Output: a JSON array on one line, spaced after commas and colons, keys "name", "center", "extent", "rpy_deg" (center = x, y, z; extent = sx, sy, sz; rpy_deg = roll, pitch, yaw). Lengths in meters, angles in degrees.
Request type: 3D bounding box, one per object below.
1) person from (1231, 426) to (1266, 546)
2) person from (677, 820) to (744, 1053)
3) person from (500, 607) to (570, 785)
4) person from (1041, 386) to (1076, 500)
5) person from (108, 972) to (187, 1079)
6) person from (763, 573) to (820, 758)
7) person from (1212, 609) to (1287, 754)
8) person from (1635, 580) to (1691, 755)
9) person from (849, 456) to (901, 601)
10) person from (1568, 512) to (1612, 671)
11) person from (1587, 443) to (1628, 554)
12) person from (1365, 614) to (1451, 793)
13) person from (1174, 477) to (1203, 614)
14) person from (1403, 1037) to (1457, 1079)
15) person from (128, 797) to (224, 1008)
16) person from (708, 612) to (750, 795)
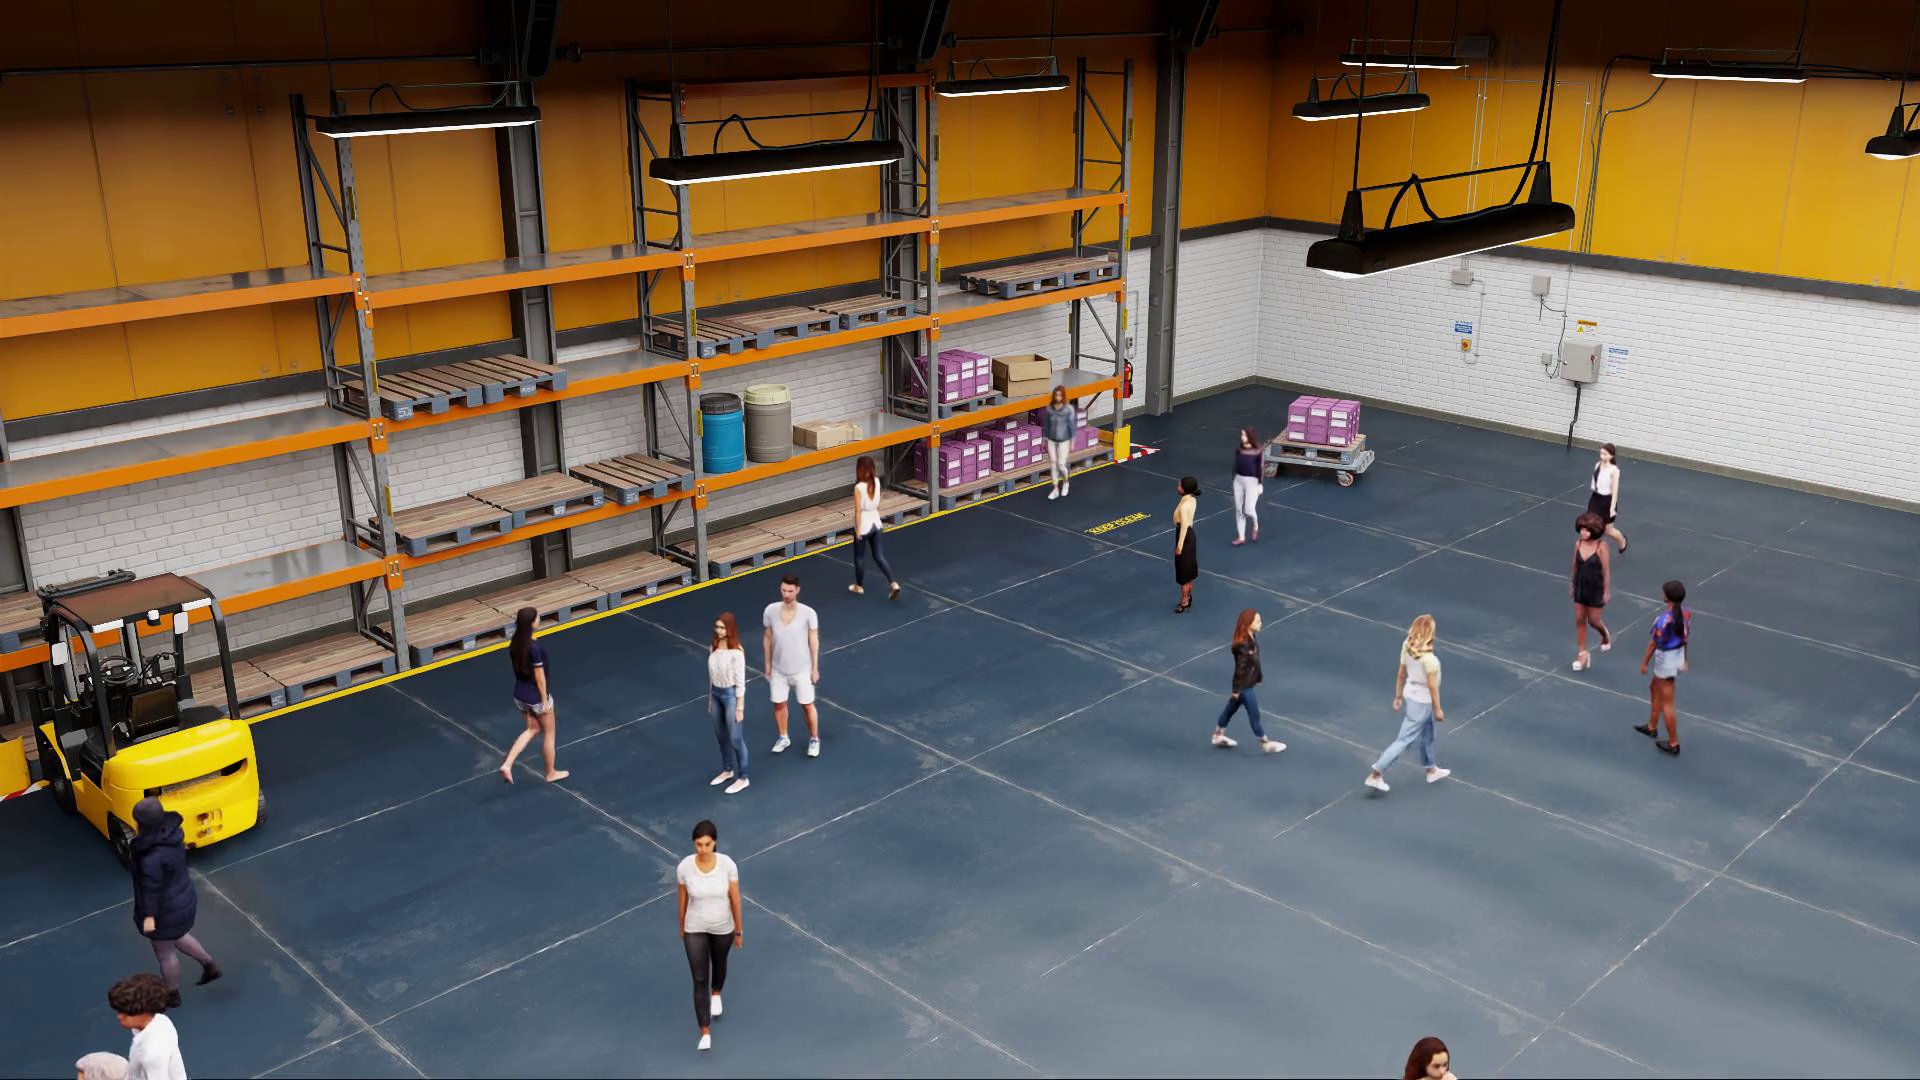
[{"name": "person", "center": [3.794, -0.715, 21.805], "extent": [0.595, 1.602, 0.650], "rpy_deg": [17, 25, 42]}, {"name": "person", "center": [-1.754, 2.688, 11.700], "extent": [1.062, 1.603, 1.037], "rpy_deg": [-3, 19, -8]}, {"name": "person", "center": [-3.953, 1.457, 15.125], "extent": [0.630, 1.750, 0.898], "rpy_deg": [16, 24, 38]}, {"name": "person", "center": [1.444, -1.405, 23.728], "extent": [0.714, 1.682, 0.732], "rpy_deg": [11, 21, 29]}, {"name": "person", "center": [-4.546, 3.291, 9.629], "extent": [1.055, 1.782, 0.875], "rpy_deg": [-8, 20, -22]}, {"name": "person", "center": [-1.582, 1.174, 15.828], "extent": [0.761, 1.836, 0.767], "rpy_deg": [4, 19, 12]}, {"name": "person", "center": [2.652, 1.356, 15.909], "extent": [0.920, 1.440, 0.981], "rpy_deg": [6, 19, 16]}, {"name": "person", "center": [6.804, 1.241, 15.813], "extent": [0.815, 1.720, 0.782], "rpy_deg": [-10, 21, -27]}, {"name": "person", "center": [-1.023, -0.120, 19.790], "extent": [0.981, 1.760, 0.677], "rpy_deg": [-16, 25, -40]}, {"name": "person", "center": [6.798, 0.535, 17.832], "extent": [0.877, 1.768, 0.652], "rpy_deg": [-17, 25, -40]}, {"name": "person", "center": [8.141, -0.428, 20.908], "extent": [1.007, 1.631, 0.758], "rpy_deg": [-9, 20, -24]}, {"name": "person", "center": [4.063, 1.525, 15.028], "extent": [1.254, 1.682, 1.005], "rpy_deg": [-5, 19, -16]}, {"name": "person", "center": [2.639, 0.049, 19.458], "extent": [0.703, 1.653, 0.588], "rpy_deg": [8, 20, 23]}, {"name": "person", "center": [2.628, 3.468, 9.577], "extent": [0.715, 1.478, 0.760], "rpy_deg": [-7, 20, -20]}, {"name": "person", "center": [-5.626, 2.585, 11.900], "extent": [0.939, 1.670, 0.869], "rpy_deg": [-3, 19, -10]}, {"name": "person", "center": [-2.108, 1.456, 15.167], "extent": [0.578, 1.725, 0.503], "rpy_deg": [18, 25, 42]}]
